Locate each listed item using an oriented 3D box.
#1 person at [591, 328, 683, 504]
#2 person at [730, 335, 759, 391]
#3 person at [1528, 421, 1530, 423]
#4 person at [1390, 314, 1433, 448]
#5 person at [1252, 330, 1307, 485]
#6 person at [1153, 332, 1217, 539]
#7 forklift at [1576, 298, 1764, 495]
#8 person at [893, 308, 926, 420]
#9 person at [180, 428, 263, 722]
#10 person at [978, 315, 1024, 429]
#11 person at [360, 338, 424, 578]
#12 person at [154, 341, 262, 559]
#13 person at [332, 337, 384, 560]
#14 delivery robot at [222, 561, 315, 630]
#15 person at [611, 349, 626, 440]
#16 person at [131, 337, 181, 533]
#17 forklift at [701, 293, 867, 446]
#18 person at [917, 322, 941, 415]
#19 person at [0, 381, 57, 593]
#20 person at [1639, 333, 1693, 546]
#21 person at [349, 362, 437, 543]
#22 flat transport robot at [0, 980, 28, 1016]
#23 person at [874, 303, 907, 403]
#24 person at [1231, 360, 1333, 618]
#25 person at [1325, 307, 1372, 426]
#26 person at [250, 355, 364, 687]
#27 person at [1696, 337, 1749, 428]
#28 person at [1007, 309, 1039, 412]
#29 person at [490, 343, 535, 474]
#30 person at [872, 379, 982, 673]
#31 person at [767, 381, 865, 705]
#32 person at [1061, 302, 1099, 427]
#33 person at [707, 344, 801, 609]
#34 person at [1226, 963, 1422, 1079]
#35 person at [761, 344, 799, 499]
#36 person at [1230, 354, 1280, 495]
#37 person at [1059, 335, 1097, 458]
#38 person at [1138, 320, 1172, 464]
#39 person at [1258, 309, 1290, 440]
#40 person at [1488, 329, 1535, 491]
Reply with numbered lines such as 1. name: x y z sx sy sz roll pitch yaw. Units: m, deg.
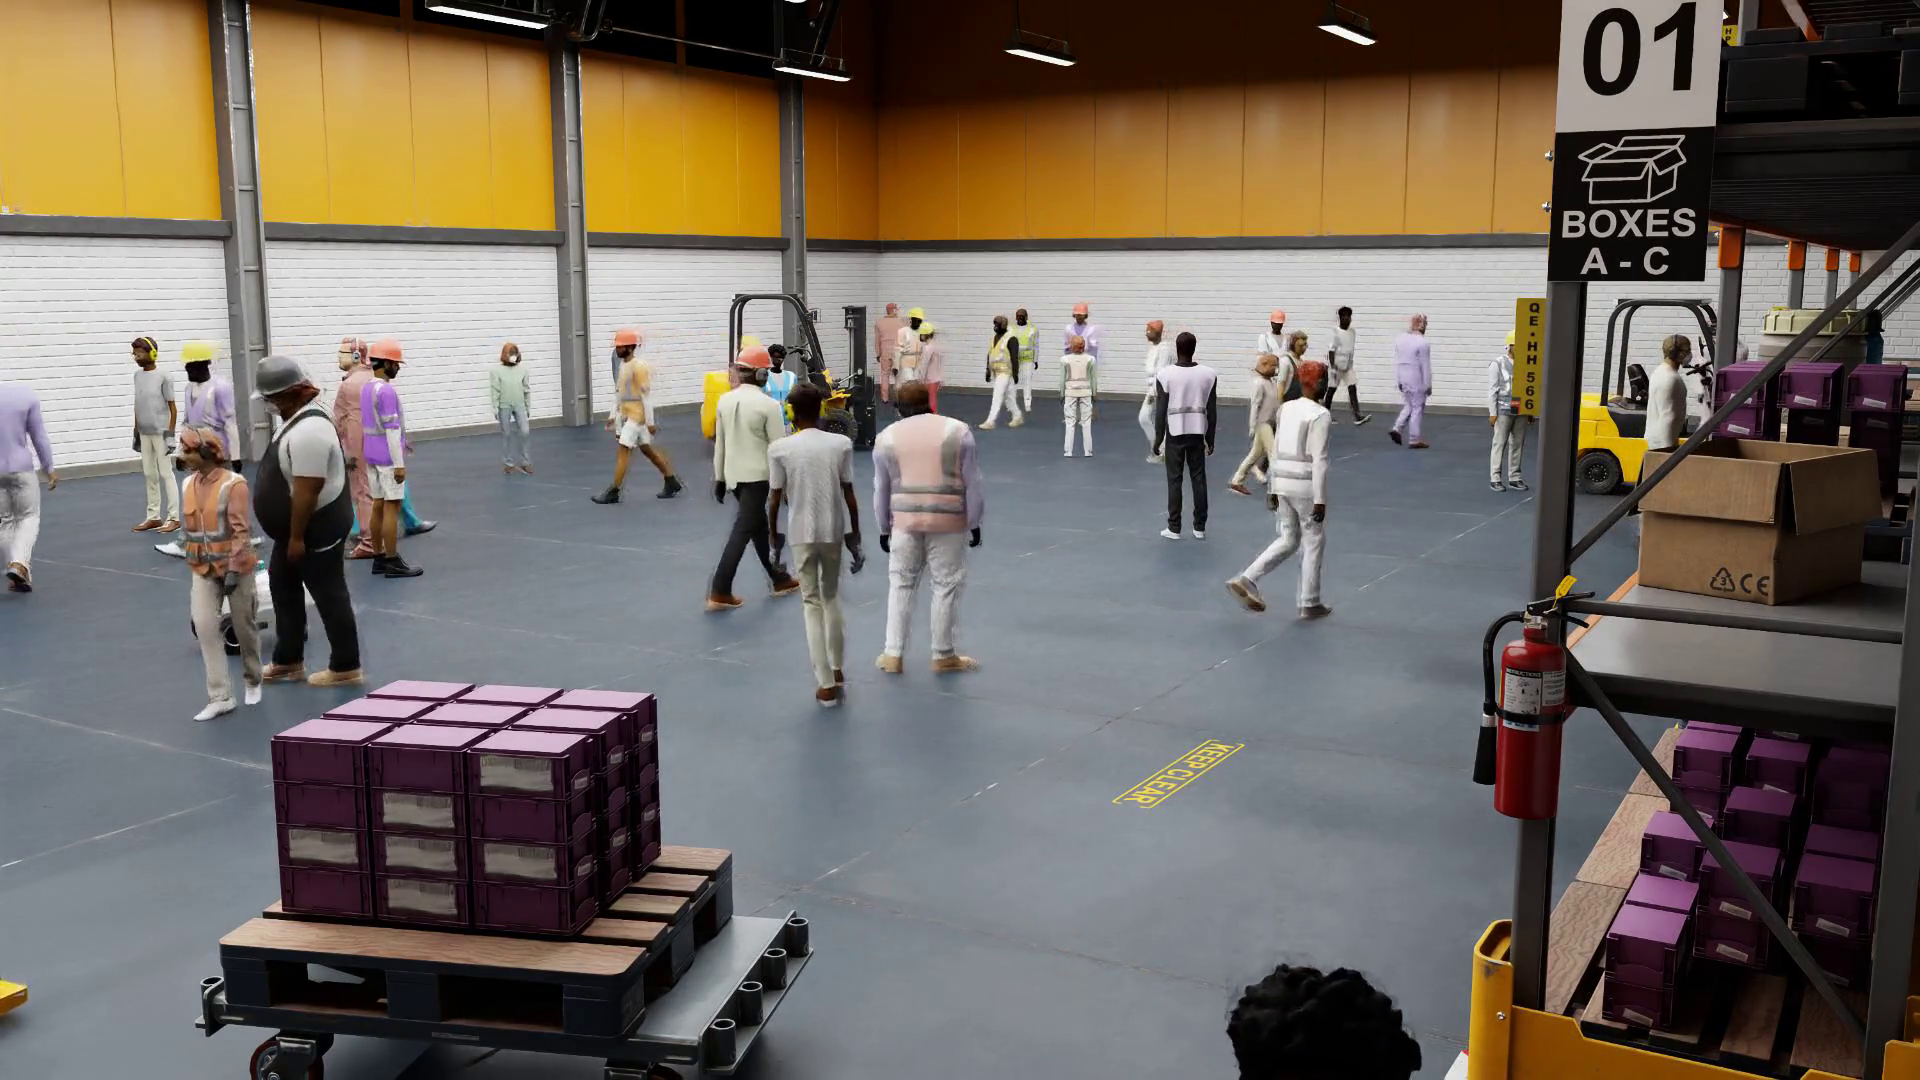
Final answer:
1. person: -3.461 -1.339 17.898 1.039 1.889 0.542 -4 10 -26
2. person: -2.436 -1.510 19.348 0.412 1.744 0.580 9 12 43
3. person: 9.460 -2.813 27.225 0.587 1.833 0.404 0 9 1
4. person: 6.377 -2.219 23.314 0.440 1.894 0.676 -4 10 -21
5. person: 3.725 -1.493 19.014 0.636 1.823 0.555 6 11 32
6. person: 2.091 -0.963 15.417 0.597 1.916 0.372 -2 9 -11
7. forklift: 7.954 -1.589 18.462 2.313 2.155 1.214 5 11 30
8. person: -0.788 -2.862 27.325 0.497 1.899 0.625 7 12 38
9. person: -4.132 0.175 9.305 0.507 1.604 0.607 2 9 10
10. person: 0.684 -2.674 26.463 0.943 1.800 0.644 -6 11 -33
11. person: -4.628 -0.661 13.479 0.368 1.934 0.543 -8 12 -40
12. person: -6.568 -0.789 14.472 0.619 1.868 0.999 7 12 39
13. person: -5.198 -0.791 14.357 0.410 1.912 0.651 -1 9 -5
14. delivery robot: -4.629 0.380 10.982 0.707 0.478 0.477 -8 12 -40
15. person: -4.935 -2.280 24.519 0.500 1.633 0.279 8 12 42
16. person: -7.653 -0.994 15.780 0.519 1.865 0.328 4 10 22
17. forklift: -2.458 -2.344 23.176 2.313 2.155 1.214 0 9 -2
18. person: -0.477 -2.280 24.161 0.473 1.749 0.524 1 9 9
19. person: -7.249 -0.501 12.604 0.687 1.901 0.617 -5 11 -30
20. person: 6.223 -0.854 14.671 0.353 1.937 0.635 3 10 20
21. person: -5.275 -0.878 15.282 0.883 1.779 0.529 -7 11 -35
22. flat transport robot: -3.681 1.527 4.994 0.652 0.197 1.431 4 10 25
23. person: -1.286 -3.526 31.461 0.642 1.905 0.399 2 9 12
24. person: 2.329 -0.347 11.772 0.695 1.857 0.628 -4 10 -24
25. person: 6.217 -2.791 26.814 0.637 1.912 0.990 -5 10 -29
26. person: -3.912 -0.115 9.738 0.769 2.000 0.742 -4 10 -25
27. person: 10.146 -2.023 22.193 0.659 1.878 0.925 1 9 5
28. person: 1.092 -3.192 29.591 0.623 1.837 0.430 1 9 6
29. person: -5.443 -1.585 20.260 0.504 1.615 0.619 -5 10 -29
30. person: -0.212 -0.072 10.209 0.693 1.815 0.437 2 9 11
31. person: -0.844 0.009 9.571 0.539 1.840 0.636 -3 10 -17
32. person: 1.897 -2.795 26.617 0.601 1.998 0.888 3 10 20
33. person: -1.517 -0.472 12.311 0.633 1.941 1.049 8 12 40
34. person: 0.398 1.319 1.912 0.555 1.662 0.802 1 9 5
35. person: -2.013 -1.295 18.182 0.529 1.694 0.321 -5 10 -30
36. person: 3.350 -1.250 18.232 0.869 1.586 0.505 5 10 28
37. person: 1.576 -1.911 22.186 0.514 1.645 0.307 0 9 0
38. person: 2.526 -1.900 21.436 0.464 1.867 0.569 -3 9 -15
39. person: 4.608 -2.395 24.295 0.550 1.933 0.370 -4 10 -24
40. person: 6.252 -1.465 18.809 0.601 1.830 0.404 -3 10 -19
